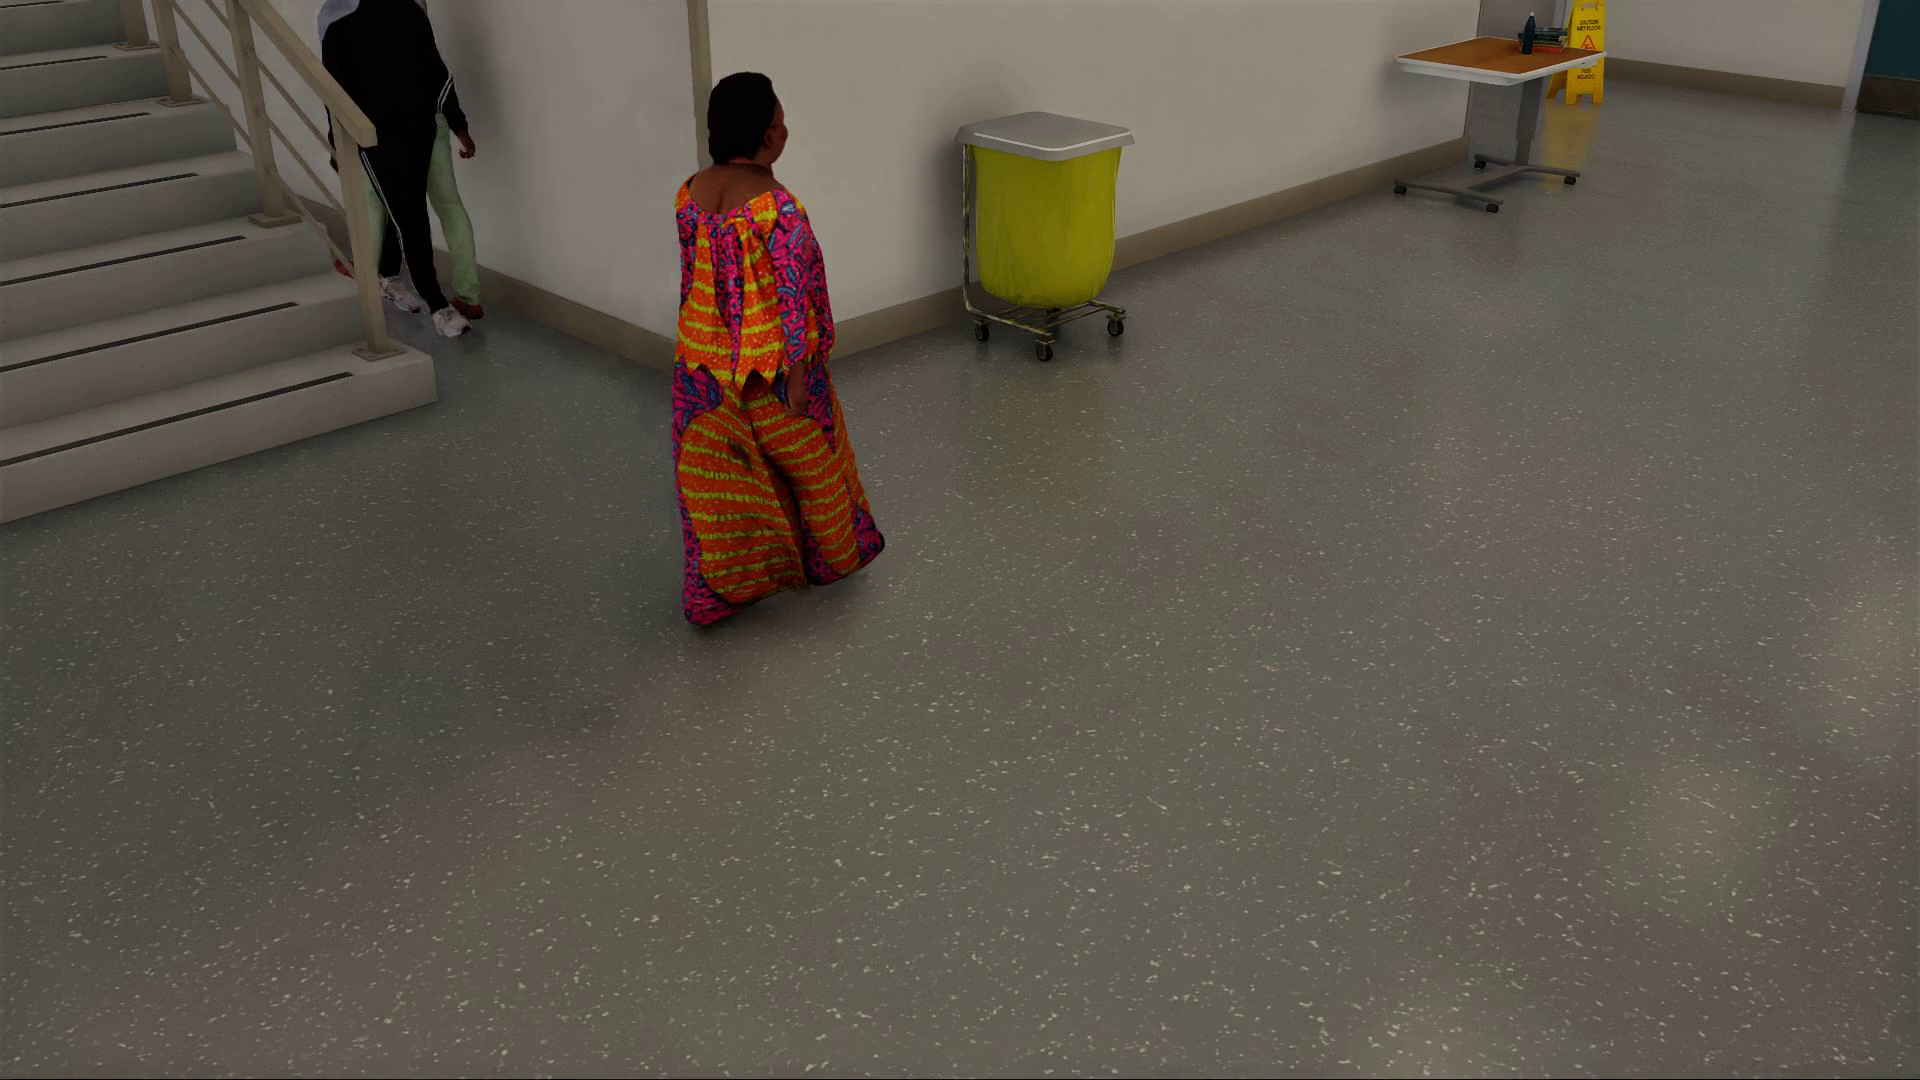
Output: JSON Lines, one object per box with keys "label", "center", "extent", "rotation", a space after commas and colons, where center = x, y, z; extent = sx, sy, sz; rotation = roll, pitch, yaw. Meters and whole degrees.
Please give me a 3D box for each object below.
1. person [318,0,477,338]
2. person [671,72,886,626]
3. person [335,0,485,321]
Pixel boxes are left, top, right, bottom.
{"label": "person", "center": [-2.587, -1.835, 7.485], "extent": [1.231, 1.788, 0.770], "rotation": [20, 32, 35]}
{"label": "person", "center": [-0.663, -0.531, 4.917], "extent": [0.969, 1.669, 0.795], "rotation": [17, 31, 32]}
{"label": "person", "center": [-2.459, -1.867, 7.500], "extent": [1.173, 1.833, 0.701], "rotation": [23, 34, 39]}
